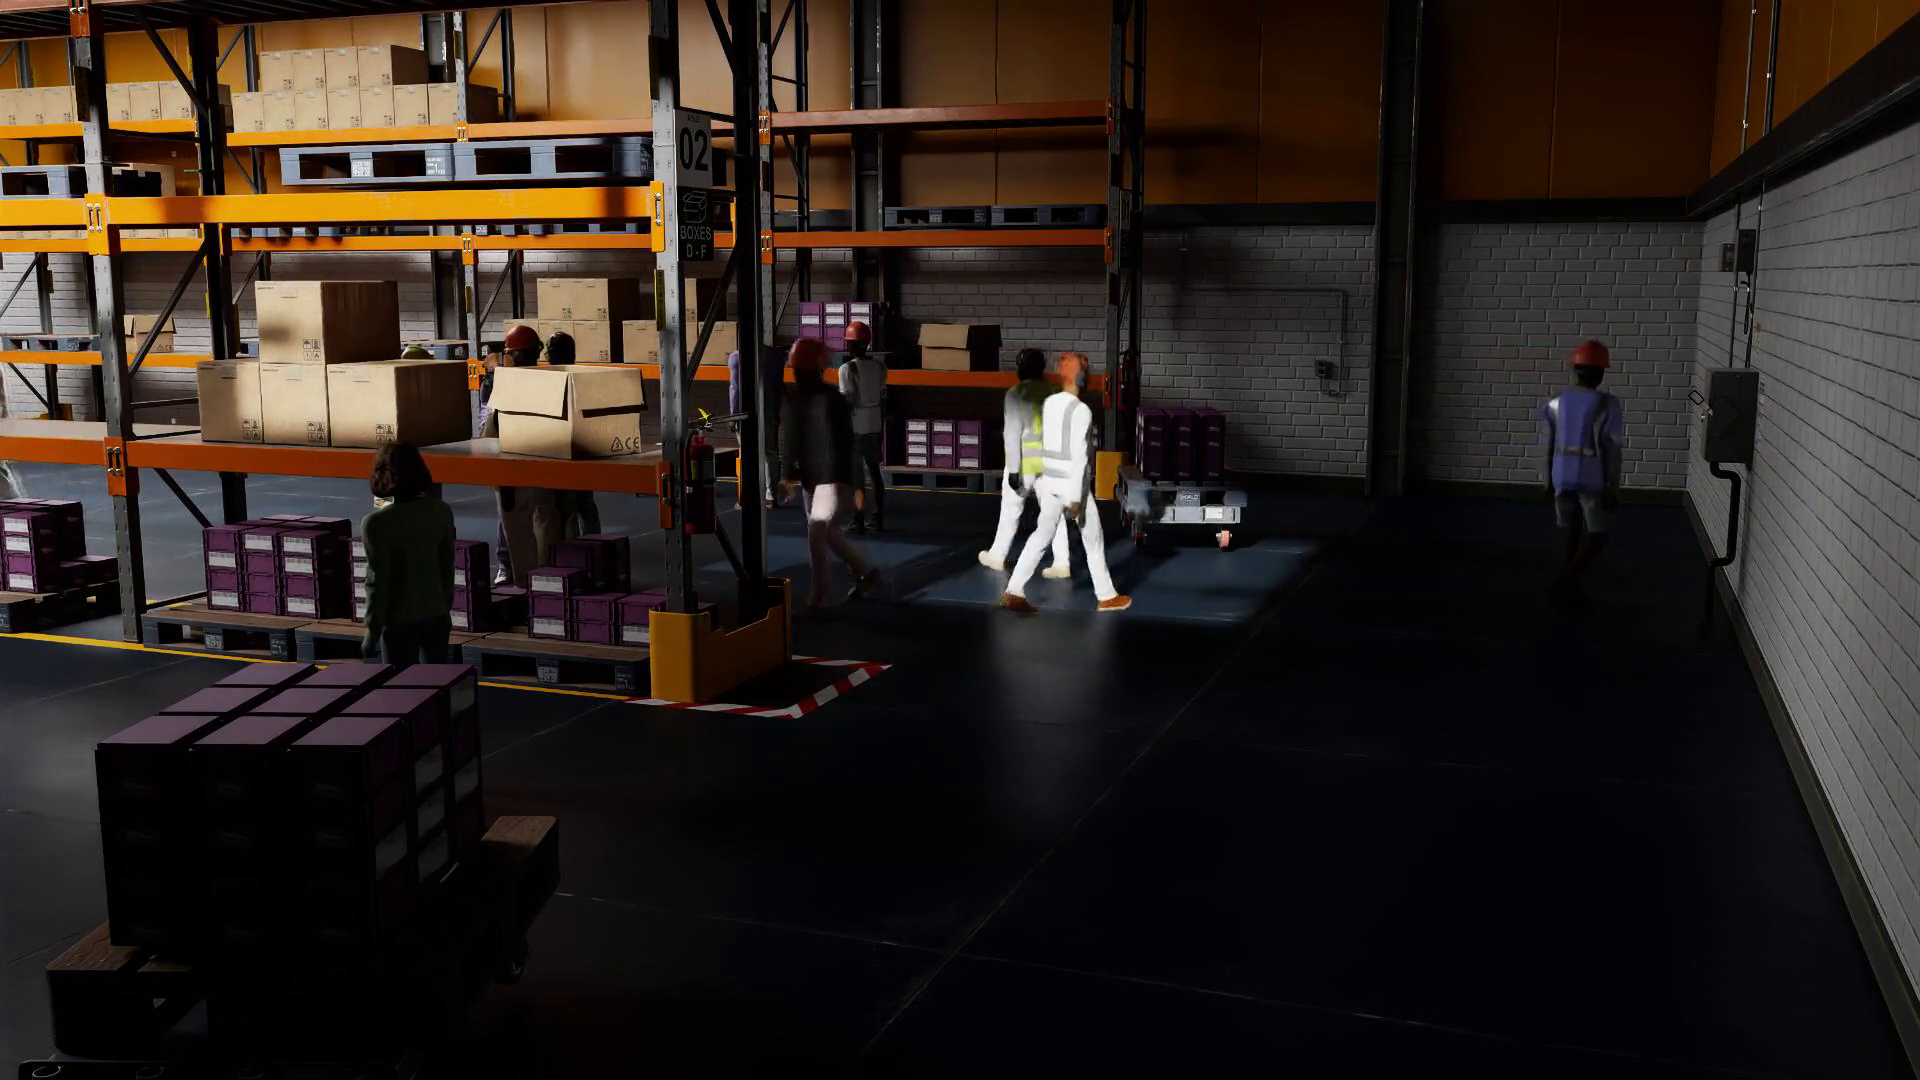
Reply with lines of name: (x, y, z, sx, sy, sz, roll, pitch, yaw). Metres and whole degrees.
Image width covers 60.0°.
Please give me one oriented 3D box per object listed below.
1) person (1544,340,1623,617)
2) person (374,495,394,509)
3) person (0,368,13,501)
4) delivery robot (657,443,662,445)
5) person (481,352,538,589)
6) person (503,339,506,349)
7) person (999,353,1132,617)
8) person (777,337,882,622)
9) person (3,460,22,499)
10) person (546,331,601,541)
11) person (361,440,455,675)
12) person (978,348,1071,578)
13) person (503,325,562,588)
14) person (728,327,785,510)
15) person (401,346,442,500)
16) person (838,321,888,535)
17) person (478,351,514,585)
person: (4.237, -0.405, 11.386, 0.716, 1.920, 0.563, -9, 12, -43)
person: (-5.783, -1.241, 16.876, 0.429, 1.844, 0.624, 4, 10, 24)
person: (-8.717, -0.957, 14.854, 0.585, 1.918, 0.379, 9, 12, 43)
delivery robot: (-3.191, -0.793, 17.797, 0.707, 0.478, 0.477, 2, 9, 10)
person: (-3.118, -0.386, 11.549, 0.430, 1.836, 0.628, -2, 9, -11)
person: (-3.794, -0.862, 14.407, 0.549, 1.873, 0.314, -8, 12, -42)
person: (0.720, -0.376, 11.493, 1.009, 1.841, 0.574, -5, 10, -30)
person: (-0.858, -0.435, 11.499, 0.854, 1.953, 0.633, -8, 12, -40)
person: (-9.421, -1.073, 15.826, 0.990, 1.835, 0.594, -1, 9, -6)
person: (-2.964, -0.605, 12.591, 0.373, 1.936, 0.629, 4, 10, 26)
person: (-2.444, 0.371, 7.397, 0.286, 1.635, 0.497, 5, 10, 28)
person: (0.553, -0.604, 13.046, 0.650, 1.789, 0.979, -7, 11, -38)
person: (-3.150, -0.580, 12.259, 0.392, 1.989, 0.610, 1, 9, 4)
person: (-2.045, -1.257, 16.669, 0.631, 1.940, 0.368, -8, 12, -41)
person: (-4.039, -0.536, 12.483, 0.404, 1.828, 0.602, -1, 9, -7)
person: (-0.910, -1.017, 15.159, 0.543, 1.939, 0.362, -9, 12, -43)
person: (-3.326, -0.605, 12.685, 0.651, 1.904, 0.401, -2, 9, -13)
